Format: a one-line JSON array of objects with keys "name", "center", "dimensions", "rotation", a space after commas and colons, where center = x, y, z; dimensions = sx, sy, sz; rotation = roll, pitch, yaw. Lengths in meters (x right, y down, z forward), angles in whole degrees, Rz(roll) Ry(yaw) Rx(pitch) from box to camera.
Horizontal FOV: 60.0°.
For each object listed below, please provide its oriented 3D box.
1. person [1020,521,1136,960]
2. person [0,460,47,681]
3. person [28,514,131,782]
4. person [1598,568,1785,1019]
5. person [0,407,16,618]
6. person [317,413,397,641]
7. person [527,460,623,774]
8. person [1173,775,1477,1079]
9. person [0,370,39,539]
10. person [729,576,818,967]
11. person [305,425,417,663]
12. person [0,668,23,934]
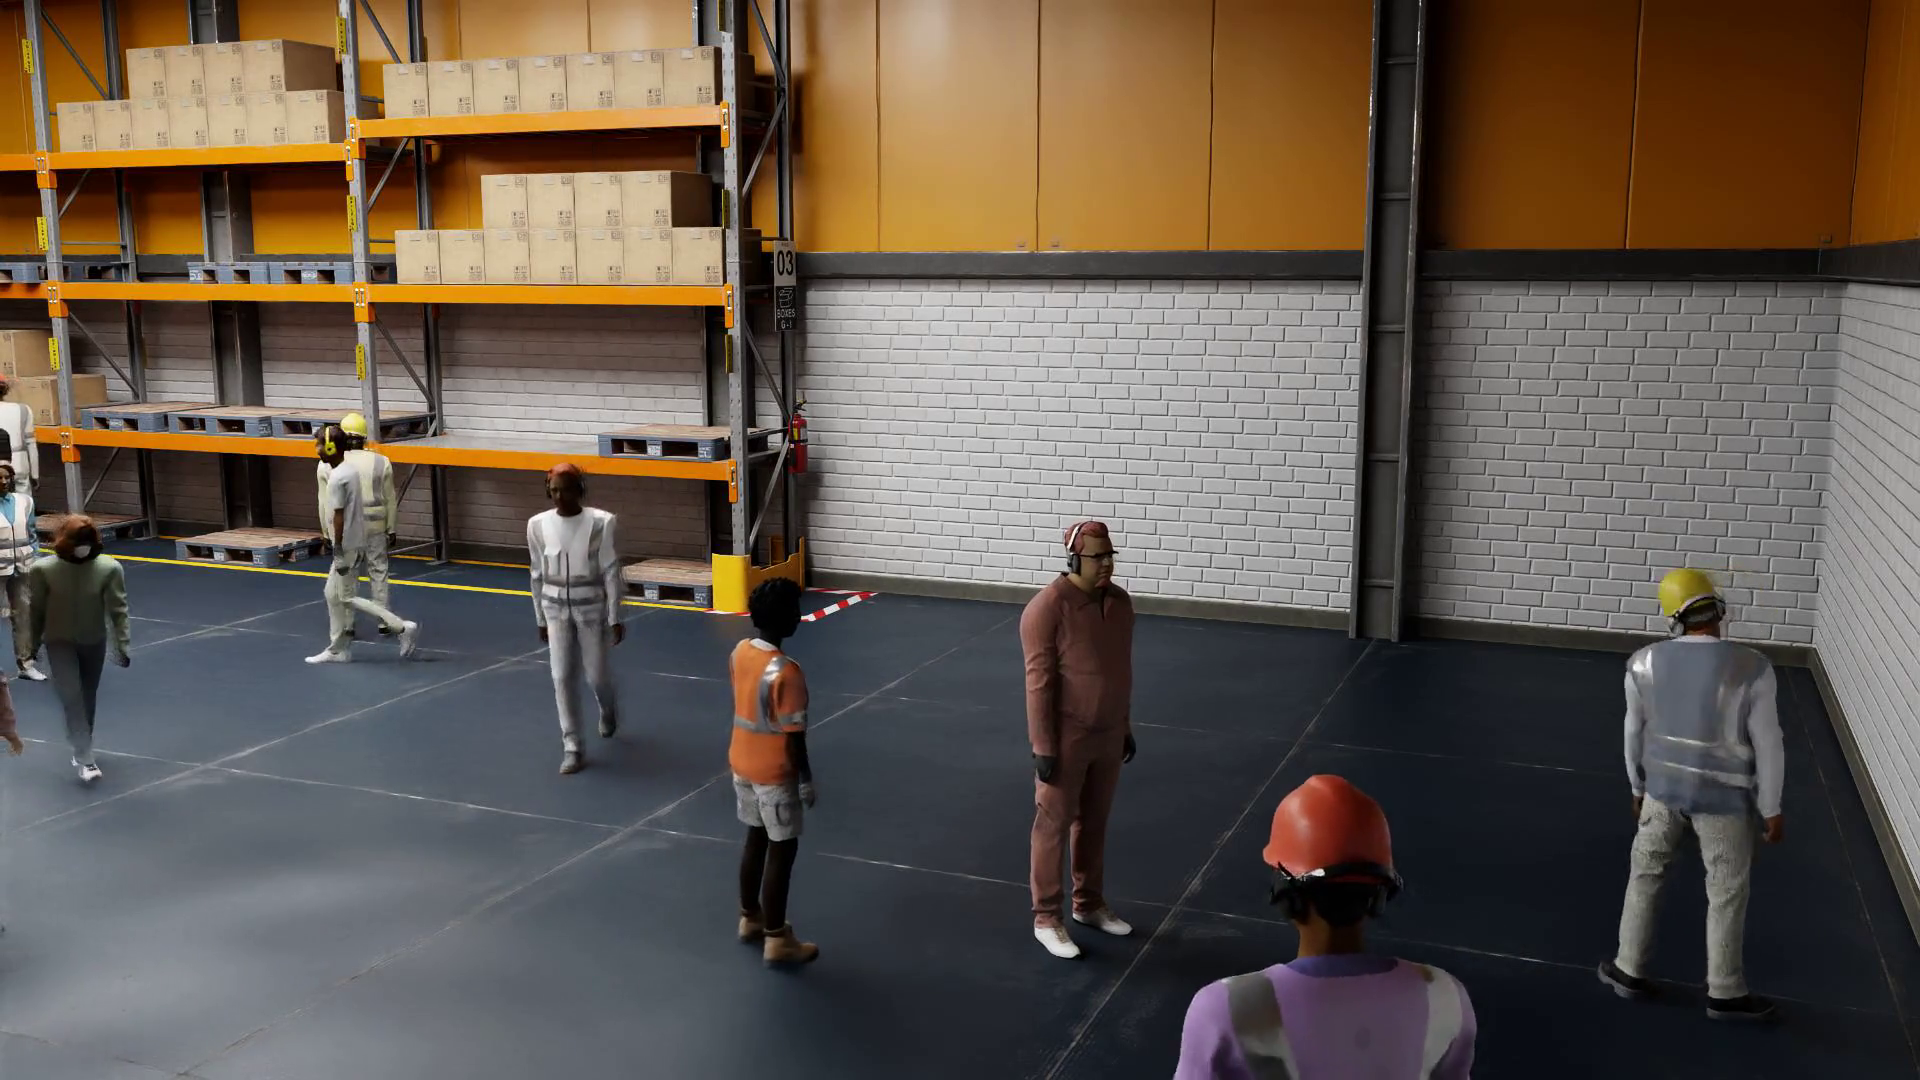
[{"name": "person", "center": [0.560, 0.859, 7.341], "dimensions": [0.641, 1.910, 0.401], "rotation": [-9, 13, -42]}, {"name": "person", "center": [-6.832, 0.239, 11.908], "dimensions": [0.307, 1.639, 0.525], "rotation": [5, 11, 29]}, {"name": "person", "center": [-5.168, 0.619, 9.786], "dimensions": [0.508, 1.564, 0.888], "rotation": [-7, 11, -35]}, {"name": "person", "center": [2.967, 1.024, 6.725], "dimensions": [0.414, 1.788, 0.686], "rotation": [-9, 13, -42]}, {"name": "person", "center": [-8.263, -0.305, 14.179], "dimensions": [0.447, 1.973, 0.644], "rotation": [2, 10, 14]}, {"name": "person", "center": [-4.836, -0.102, 13.387], "dimensions": [0.591, 1.833, 0.403], "rotation": [-4, 10, -21]}, {"name": "person", "center": [-2.291, 0.435, 10.041], "dimensions": [0.590, 1.867, 0.657], "rotation": [1, 9, 3]}, {"name": "person", "center": [0.703, 1.464, 3.432], "dimensions": [0.632, 1.988, 1.046], "rotation": [-3, 10, -17]}, {"name": "person", "center": [-9.241, -0.649, 16.073], "dimensions": [0.381, 2.044, 0.613], "rotation": [7, 12, 38]}, {"name": "person", "center": [-0.814, 0.992, 7.192], "dimensions": [0.317, 1.691, 0.542], "rotation": [-6, 11, -33]}, {"name": "person", "center": [-4.558, 0.045, 12.534], "dimensions": [0.775, 1.834, 0.529], "rotation": [-1, 9, -8]}, {"name": "person", "center": [-4.699, 0.907, 7.649], "dimensions": [0.897, 1.714, 0.551], "rotation": [6, 11, 34]}]
